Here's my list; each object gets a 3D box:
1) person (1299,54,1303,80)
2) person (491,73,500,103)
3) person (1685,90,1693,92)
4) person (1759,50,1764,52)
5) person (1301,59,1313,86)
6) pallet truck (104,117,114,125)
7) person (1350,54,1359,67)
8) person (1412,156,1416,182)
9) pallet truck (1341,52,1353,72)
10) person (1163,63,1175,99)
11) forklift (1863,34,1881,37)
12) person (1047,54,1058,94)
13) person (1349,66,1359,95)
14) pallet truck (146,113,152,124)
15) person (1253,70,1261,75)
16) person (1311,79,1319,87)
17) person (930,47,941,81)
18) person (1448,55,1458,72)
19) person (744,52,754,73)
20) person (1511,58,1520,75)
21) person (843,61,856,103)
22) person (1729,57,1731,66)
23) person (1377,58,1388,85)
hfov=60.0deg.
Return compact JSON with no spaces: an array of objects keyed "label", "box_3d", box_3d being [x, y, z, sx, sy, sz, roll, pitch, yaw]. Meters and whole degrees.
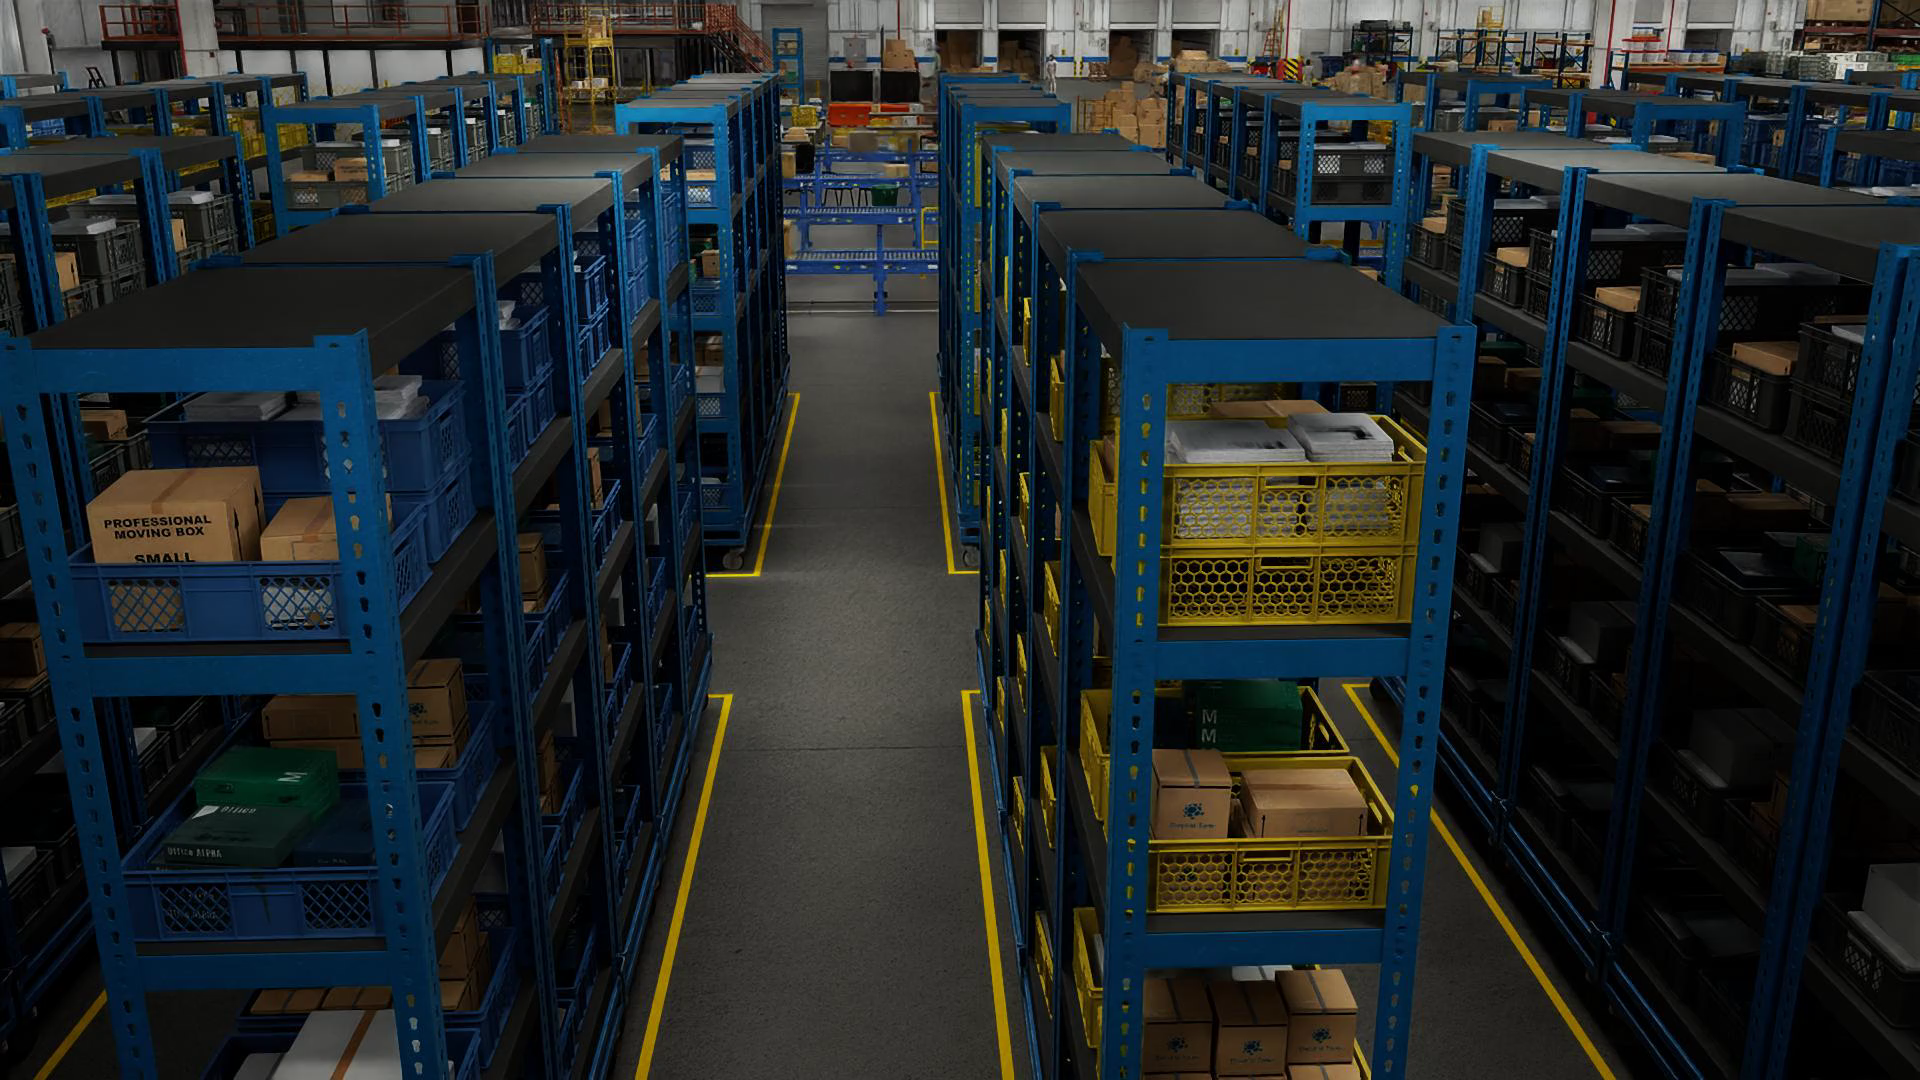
[{"label":"person","box_3d":[18.300,-25.274,89.412,0.854,1.705,0.517,15,23,38]},{"label":"person","box_3d":[-16.891,-16.174,60.950,0.724,1.866,0.597,-3,18,-8]},{"label":"person","box_3d":[25.959,-15.696,59.372,0.636,1.913,0.986,8,20,24]},{"label":"person","box_3d":[41.774,-24.613,86.938,0.545,1.938,0.358,-9,20,-27]},{"label":"person","box_3d":[15.698,-20.758,75.154,0.553,1.860,0.355,3,18,10]},{"label":"pallet truck","box_3d":[-18.367,-7.885,35.078,1.885,1.965,0.823,1,18,2]},{"label":"person","box_3d":[19.775,-23.468,83.570,0.457,1.824,0.661,9,20,26]},{"label":"person","box_3d":[10.954,-9.540,40.570,0.554,1.752,0.387,2,18,8]},{"label":"pallet truck","box_3d":[18.794,-23.123,82.231,0.823,1.965,1.885,-13,22,-35]},{"label":"person","box_3d":[8.295,-17.717,65.433,0.673,2.000,0.535,-3,18,-8]},{"label":"forklift","box_3d":[45.817,-24.194,84.132,1.129,2.768,1.873,12,21,33]},{"label":"person","box_3d":[4.415,-22.408,80.114,0.354,1.936,0.635,-16,24,-41]},{"label":"person","box_3d":[15.345,-17.626,65.361,0.785,1.906,0.563,17,24,42]},{"label":"pallet truck","box_3d":[-18.087,-8.309,36.390,1.885,1.965,0.823,-1,18,-4]},{"label":"person","box_3d":[10.573,-15.772,59.487,0.389,1.992,0.625,-12,21,-32]},{"label":"person","box_3d":[12.356,-15.206,58.103,0.315,1.769,0.525,10,21,29]},{"label":"person","box_3d":[-1.317,-26.601,93.125,0.699,1.919,0.617,3,18,10]},{"label":"person","box_3d":[23.708,-22.409,80.135,0.633,1.927,0.644,-8,20,-23]},{"label":"person","box_3d":[-11.058,-24.584,87.032,0.640,1.821,0.586,-16,24,-41]},{"label":"person","box_3d":[25.206,-20.921,75.541,0.383,1.920,0.585,13,22,35]},{"label":"person","box_3d":[-4.774,-19.701,71.814,0.560,1.899,0.974,-13,22,-35]},{"label":"person","box_3d":[37.435,-22.723,81.238,0.506,1.846,0.346,6,19,18]},{"label":"person","box_3d":[20.763,-22.821,81.792,0.533,1.690,0.322,-1,18,-3]}]
